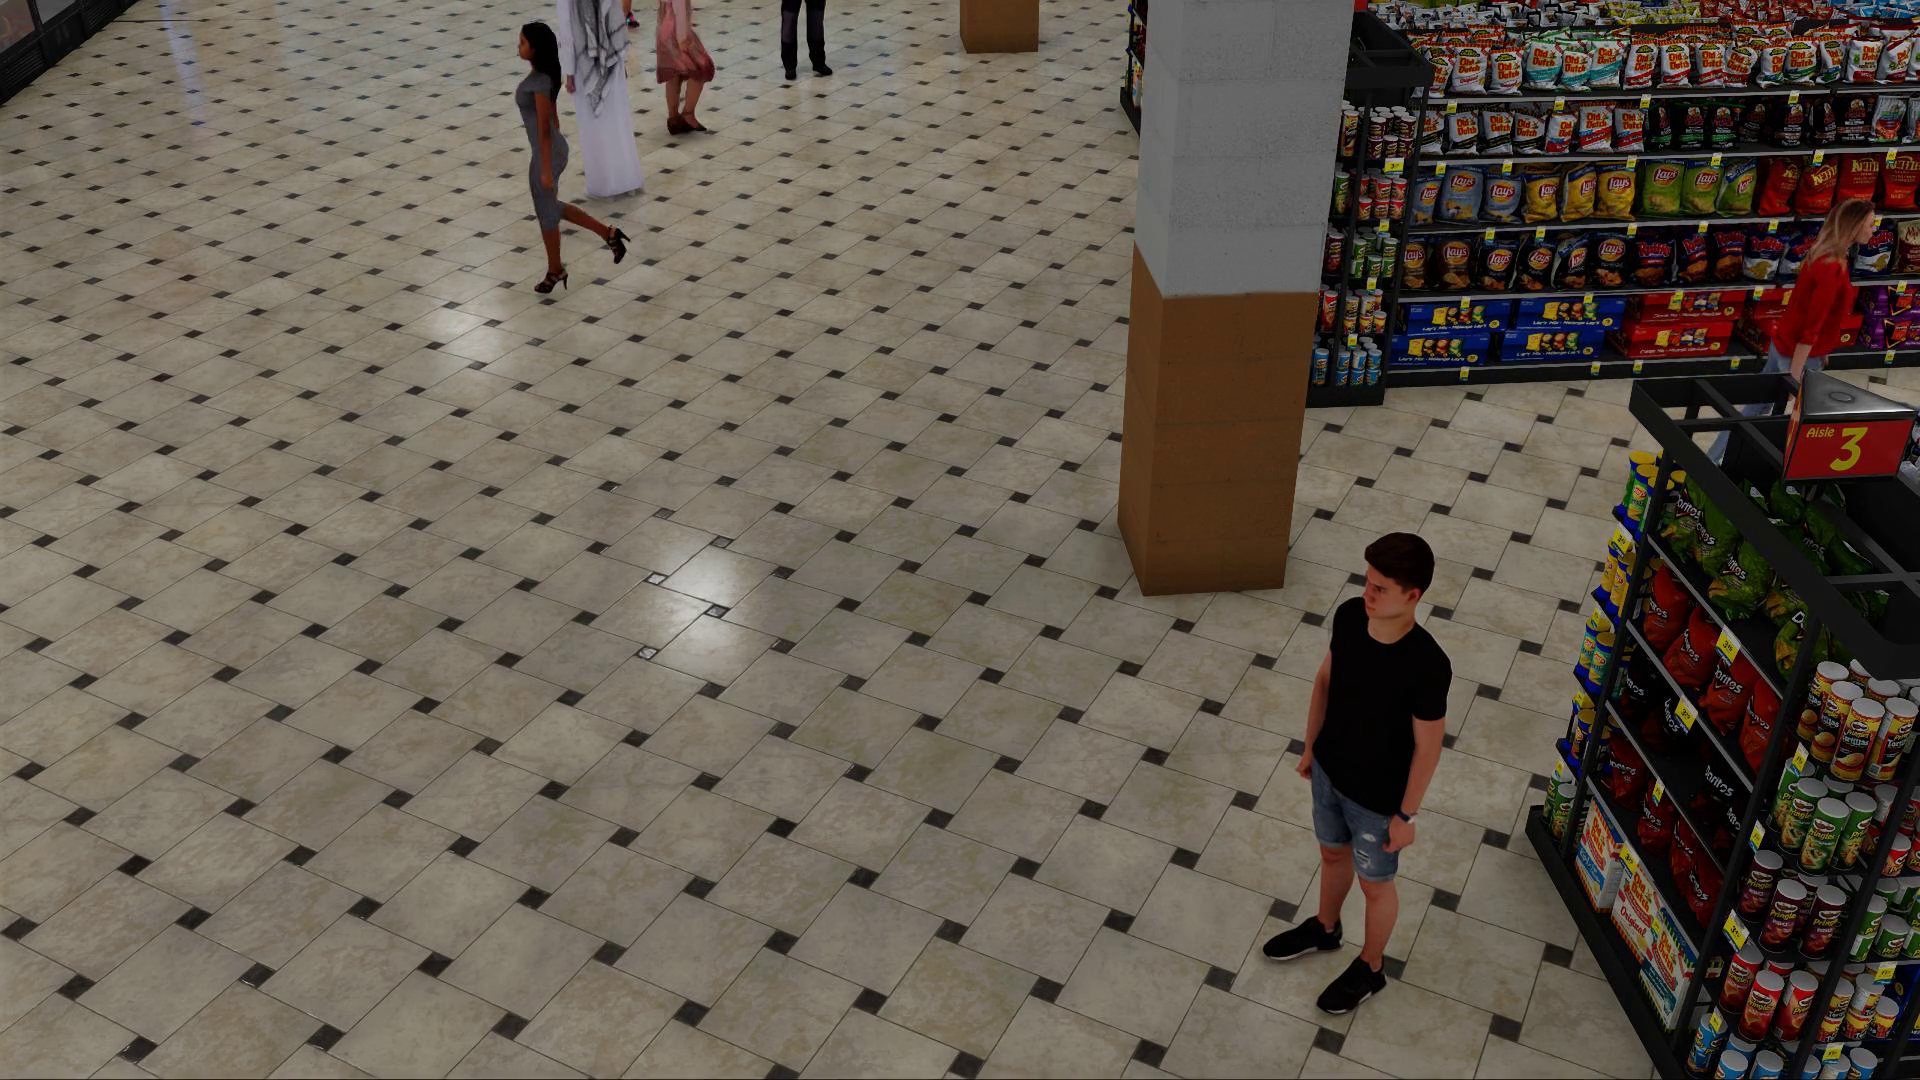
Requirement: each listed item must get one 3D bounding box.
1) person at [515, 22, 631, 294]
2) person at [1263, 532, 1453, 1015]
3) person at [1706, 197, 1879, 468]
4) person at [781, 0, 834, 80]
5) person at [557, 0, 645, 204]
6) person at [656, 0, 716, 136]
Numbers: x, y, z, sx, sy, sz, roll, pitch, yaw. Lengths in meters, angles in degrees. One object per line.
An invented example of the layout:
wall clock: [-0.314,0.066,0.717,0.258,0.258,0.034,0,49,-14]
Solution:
person: [-2.553,-2.425,10.703,0.891,1.765,0.617,-5,32,-8]
person: [1.352,0.772,5.489,0.715,1.846,0.748,-17,36,-25]
person: [4.113,-0.902,8.354,1.182,1.659,0.906,9,33,15]
person: [-1.415,-5.127,14.969,0.637,1.845,0.841,-11,34,-18]
person: [-2.656,-3.444,12.190,0.774,1.925,0.868,-23,39,-32]
person: [-2.369,-4.103,13.483,0.797,1.678,0.754,-19,36,-27]
